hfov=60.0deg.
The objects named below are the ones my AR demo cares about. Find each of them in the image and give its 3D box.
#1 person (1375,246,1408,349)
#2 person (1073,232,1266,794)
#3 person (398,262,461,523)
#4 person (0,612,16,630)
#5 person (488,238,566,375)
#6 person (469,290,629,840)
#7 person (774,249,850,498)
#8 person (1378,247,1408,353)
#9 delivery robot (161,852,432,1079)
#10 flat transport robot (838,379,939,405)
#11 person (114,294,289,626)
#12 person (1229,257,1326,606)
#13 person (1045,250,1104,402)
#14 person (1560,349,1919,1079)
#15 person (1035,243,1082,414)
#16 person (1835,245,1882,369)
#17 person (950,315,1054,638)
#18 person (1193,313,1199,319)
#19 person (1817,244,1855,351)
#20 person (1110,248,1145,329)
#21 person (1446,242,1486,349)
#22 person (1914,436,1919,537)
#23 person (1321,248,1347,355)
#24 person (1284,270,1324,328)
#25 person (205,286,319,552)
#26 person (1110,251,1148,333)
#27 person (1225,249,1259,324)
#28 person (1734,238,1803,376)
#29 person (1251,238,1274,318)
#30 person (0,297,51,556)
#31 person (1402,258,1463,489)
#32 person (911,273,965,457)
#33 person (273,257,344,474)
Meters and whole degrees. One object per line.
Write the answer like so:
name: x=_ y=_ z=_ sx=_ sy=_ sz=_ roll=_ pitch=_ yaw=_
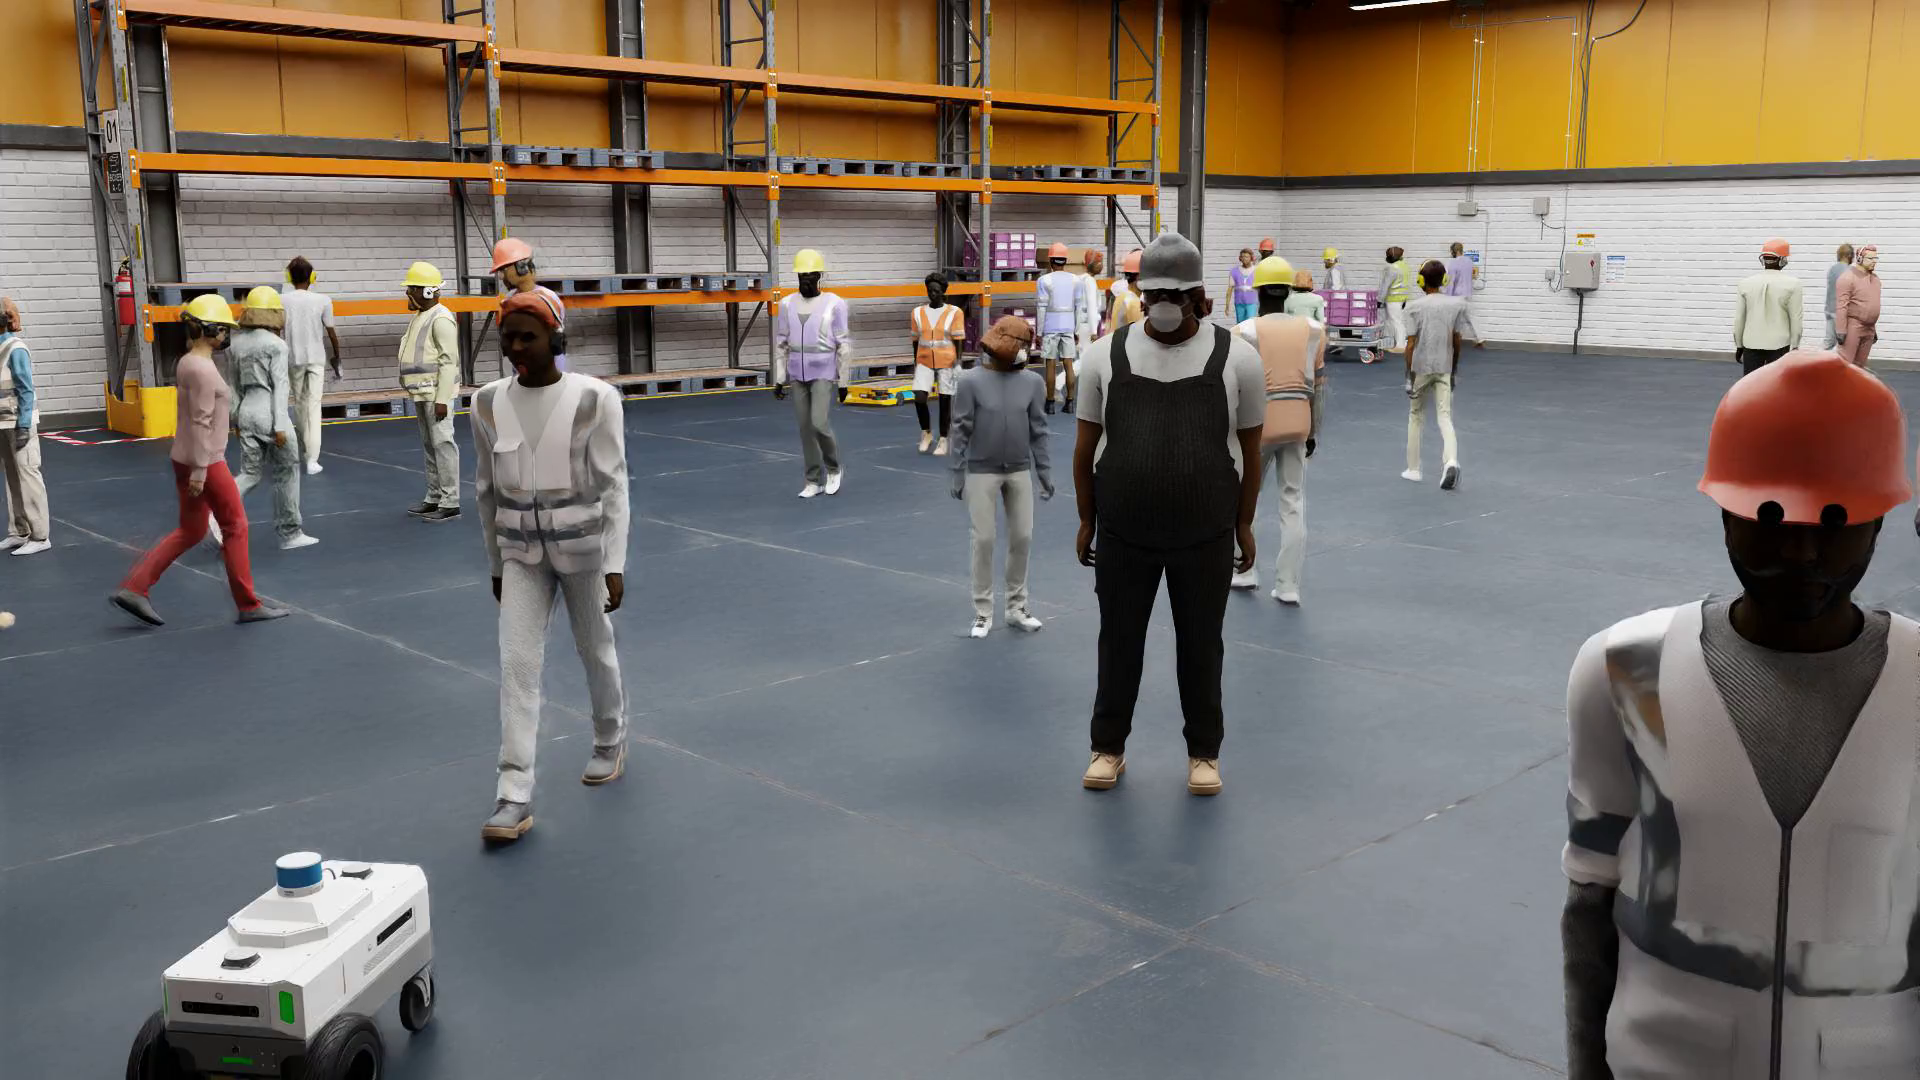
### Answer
person: x=7.714 y=-4.281 z=29.492 sx=0.918 sy=1.811 sz=0.555 roll=-2 pitch=11 yaw=-9
person: x=0.739 y=-0.081 z=5.987 sx=0.688 sy=2.000 sz=0.536 roll=2 pitch=11 yaw=10
person: x=-3.760 y=-1.044 z=11.800 sx=0.403 sy=1.835 sz=0.588 roll=-7 pitch=12 yaw=-33
person: x=-5.057 y=-0.372 z=8.160 sx=0.509 sy=1.828 sz=0.761 roll=1 pitch=10 yaw=5
person: x=-2.907 y=-1.047 z=11.372 sx=0.735 sy=1.988 sz=0.749 roll=9 pitch=13 yaw=39
person: x=-1.418 y=0.054 z=5.825 sx=0.594 sy=1.842 sz=0.979 roll=1 pitch=10 yaw=6
person: x=-1.143 y=-1.267 z=12.783 sx=0.586 sy=1.915 sz=0.412 roll=5 pitch=11 yaw=25
person: x=7.393 y=-4.123 z=28.661 sx=0.739 sy=1.813 sz=0.639 roll=6 pitch=12 yaw=31
delivery robot: x=-1.558 y=0.987 z=3.961 sx=0.477 sy=0.478 sz=0.707 roll=2 pitch=10 yaw=8
flat transport robot: x=-0.794 y=-1.804 z=20.210 sx=0.652 sy=0.197 sz=1.431 roll=7 pitch=12 yaw=33
person: x=-3.990 y=-0.399 z=8.587 sx=0.758 sy=1.729 sz=0.524 roll=-8 pitch=13 yaw=-36
person: x=1.726 y=-0.613 z=9.278 sx=0.608 sy=1.901 sz=0.758 roll=-1 pitch=10 yaw=-7
person: x=1.415 y=-2.500 z=19.712 sx=0.749 sy=1.859 sz=0.602 roll=-1 pitch=10 yaw=-4
person: x=1.074 y=0.689 z=2.204 sx=0.562 sy=1.894 sz=0.982 roll=4 pitch=11 yaw=23
person: x=1.104 y=-2.390 z=18.860 sx=0.552 sy=1.937 sz=0.356 roll=-4 pitch=11 yaw=-21
person: x=10.328 y=-2.419 z=19.107 sx=0.652 sy=1.904 sz=0.404 roll=-5 pitch=12 yaw=-27
person: x=0.199 y=-0.323 z=8.449 sx=0.543 sy=1.623 sz=0.315 roll=-4 pitch=11 yaw=-21
person: x=3.163 y=-3.280 z=24.096 sx=0.631 sy=1.794 sz=0.950 roll=3 pitch=11 yaw=15
person: x=12.142 y=-3.118 z=22.973 sx=0.600 sy=1.903 sz=0.680 roll=1 pitch=10 yaw=5
person: x=1.889 y=-2.153 z=17.718 sx=0.589 sy=1.892 sz=0.841 roll=2 pitch=11 yaw=13
person: x=8.861 y=-4.283 z=29.322 sx=0.819 sy=1.899 sz=0.557 roll=-7 pitch=12 yaw=-33
person: x=4.220 y=-0.146 z=6.711 sx=0.651 sy=1.906 sz=0.403 roll=5 pitch=12 yaw=26
person: x=6.308 y=-4.027 z=28.157 sx=0.466 sy=1.801 sz=0.603 roll=4 pitch=11 yaw=21
person: x=3.877 y=-2.243 z=18.889 sx=0.497 sy=1.633 sz=0.285 roll=2 pitch=11 yaw=13
person: x=-4.490 y=-0.751 z=10.552 sx=0.491 sy=1.715 sz=0.736 roll=4 pitch=11 yaw=23
person: x=1.467 y=-1.322 z=13.150 sx=0.958 sy=1.890 sz=0.567 roll=-1 pitch=10 yaw=-4
person: x=4.547 y=-3.741 z=26.598 sx=0.605 sy=1.793 sz=0.954 roll=4 pitch=11 yaw=20
person: x=7.637 y=-1.844 z=15.723 sx=0.608 sy=1.996 sz=0.380 roll=10 pitch=15 yaw=44
person: x=5.334 y=-4.214 z=28.757 sx=0.620 sy=1.990 sz=0.861 roll=8 pitch=13 yaw=38
person: x=-6.027 y=-0.723 z=10.574 sx=0.513 sy=1.642 sz=0.313 roll=9 pitch=14 yaw=40
person: x=3.834 y=-1.344 z=13.446 sx=0.501 sy=1.835 sz=0.877 roll=0 pitch=10 yaw=0
person: x=-0.210 y=-1.593 z=15.194 sx=0.538 sy=1.684 sz=0.370 roll=2 pitch=11 yaw=13
person: x=-5.655 y=-1.521 z=14.426 sx=0.555 sy=1.824 sz=0.960 roll=-2 pitch=11 yaw=-12
